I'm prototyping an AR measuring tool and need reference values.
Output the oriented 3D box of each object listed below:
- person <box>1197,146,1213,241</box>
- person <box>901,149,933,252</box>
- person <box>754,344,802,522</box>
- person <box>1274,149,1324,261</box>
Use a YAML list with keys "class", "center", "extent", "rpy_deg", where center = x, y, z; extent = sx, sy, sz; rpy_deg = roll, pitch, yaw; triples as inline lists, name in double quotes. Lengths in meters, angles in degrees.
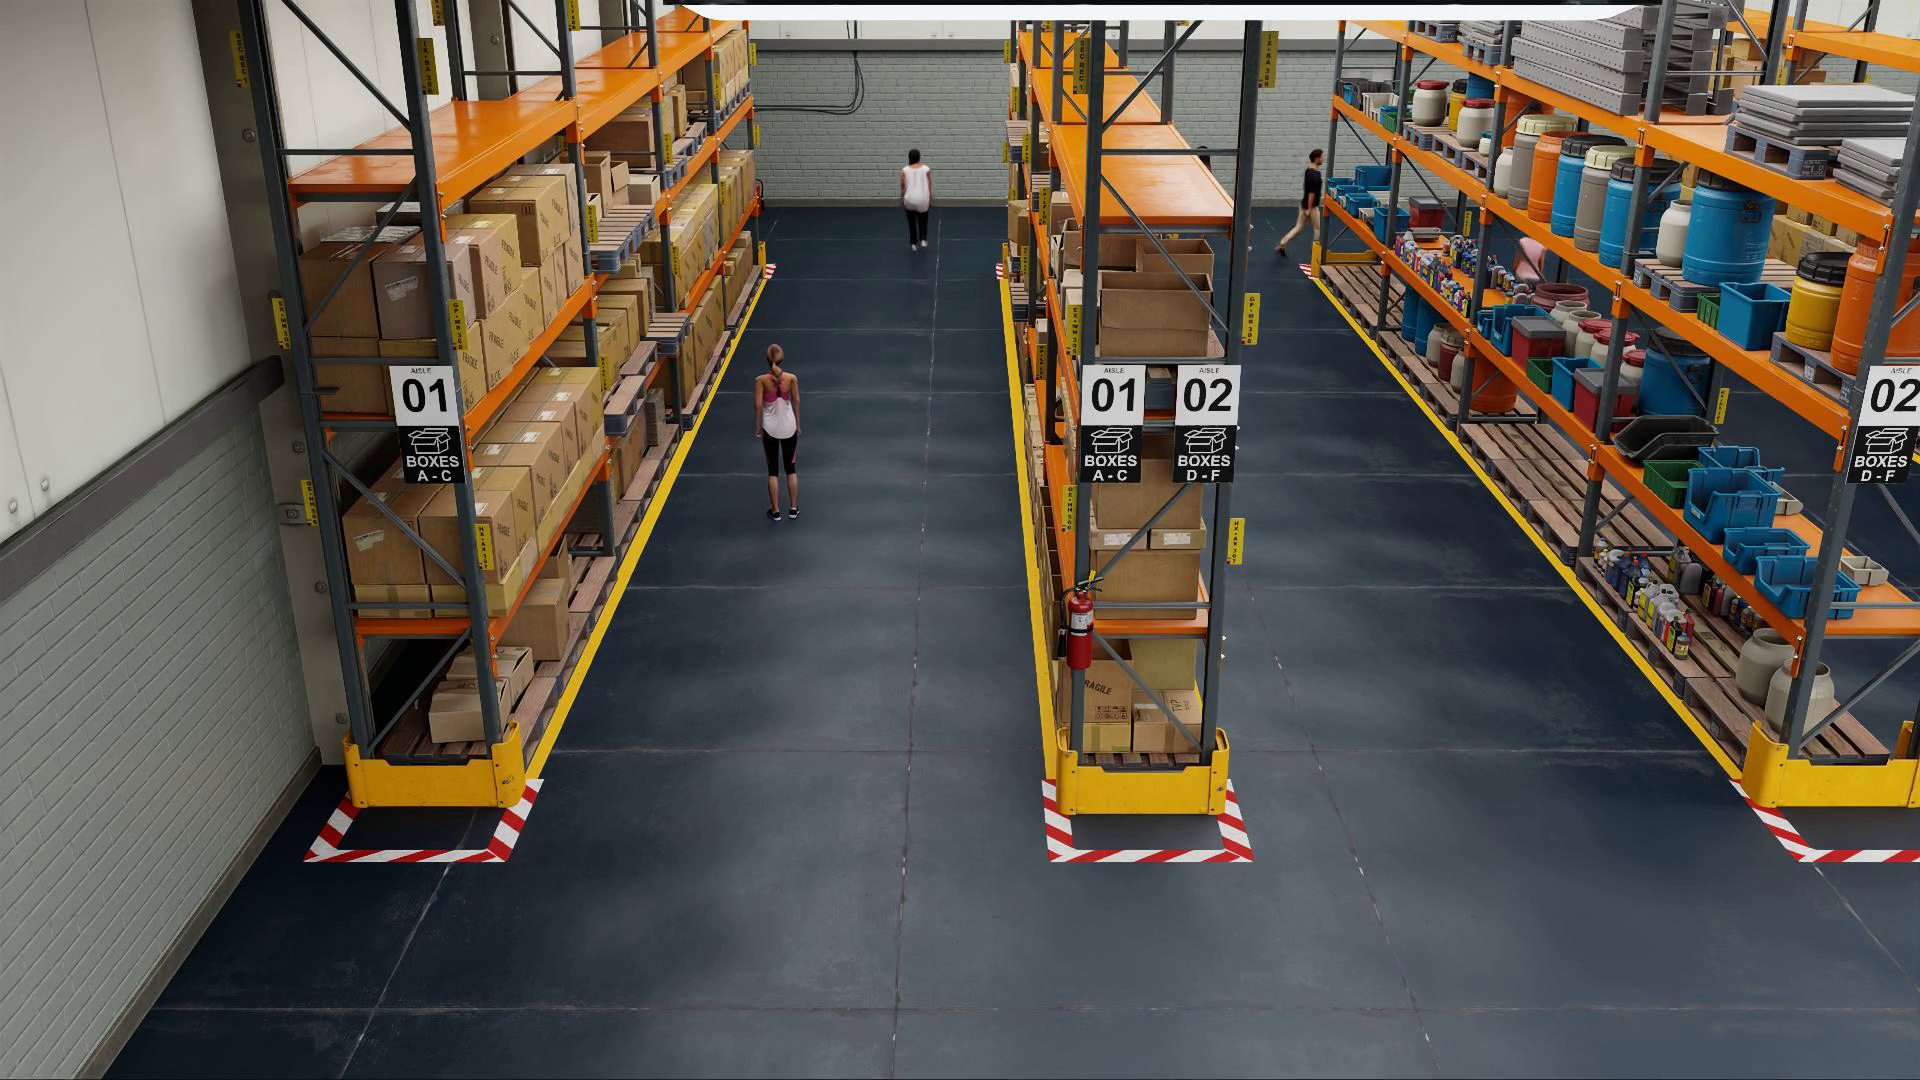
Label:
- class: "person"
  center: [4.079, -5.774, 28.041]
  extent: [0.746, 1.718, 0.590]
  rpy_deg: [4, 23, 9]
- class: "person"
  center: [-0.738, -5.690, 27.899]
  extent: [0.667, 1.670, 0.811]
  rpy_deg: [0, 22, 1]
- class: "person"
  center: [-1.788, -1.067, 16.440]
  extent: [0.656, 1.788, 0.607]
  rpy_deg: [-6, 23, -14]
- class: "person"
  center: [5.561, -5.379, 26.946]
  extent: [0.808, 1.816, 1.120]
  rpy_deg: [-3, 22, -7]
